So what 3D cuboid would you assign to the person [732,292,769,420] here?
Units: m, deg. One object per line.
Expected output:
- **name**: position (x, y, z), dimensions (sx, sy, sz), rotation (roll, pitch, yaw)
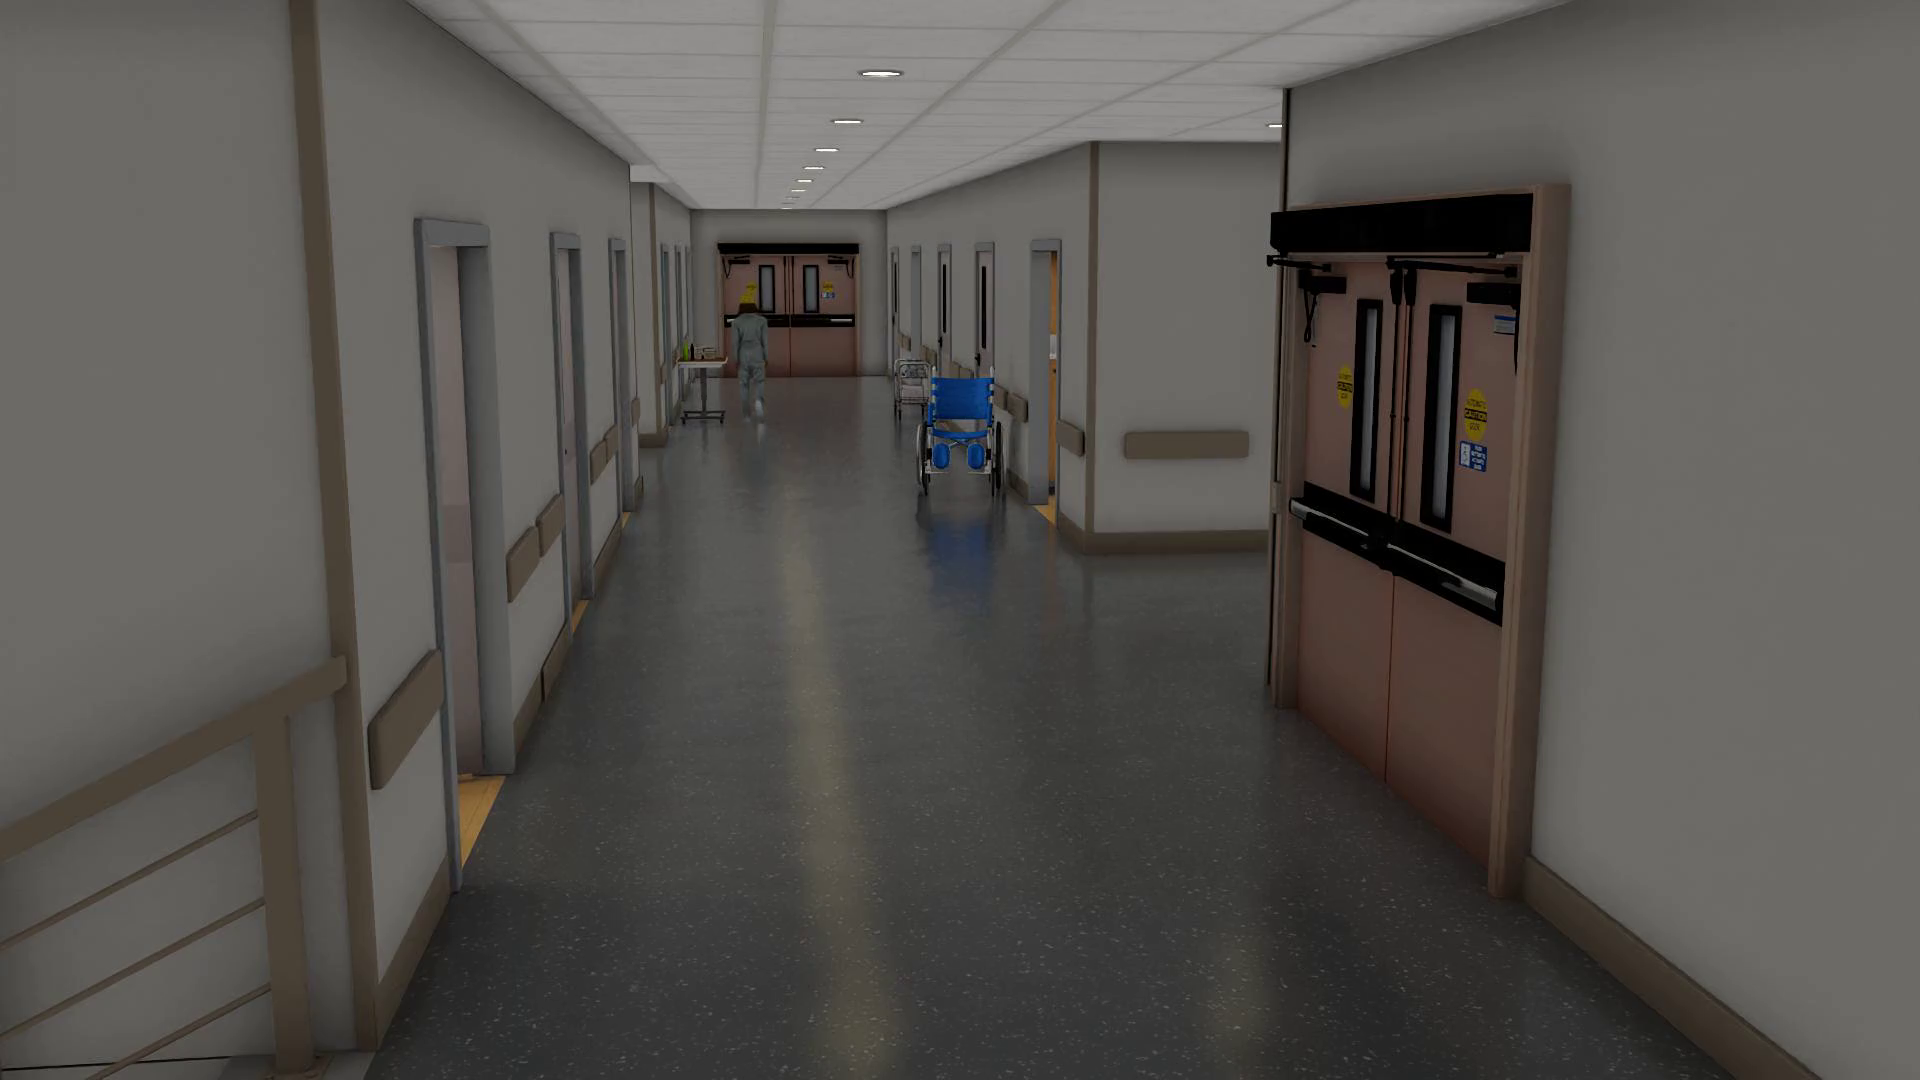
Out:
- **person**: position (-2.793, -2.440, 22.157), dimensions (0.490, 1.720, 0.625), rotation (-1, 10, -9)
